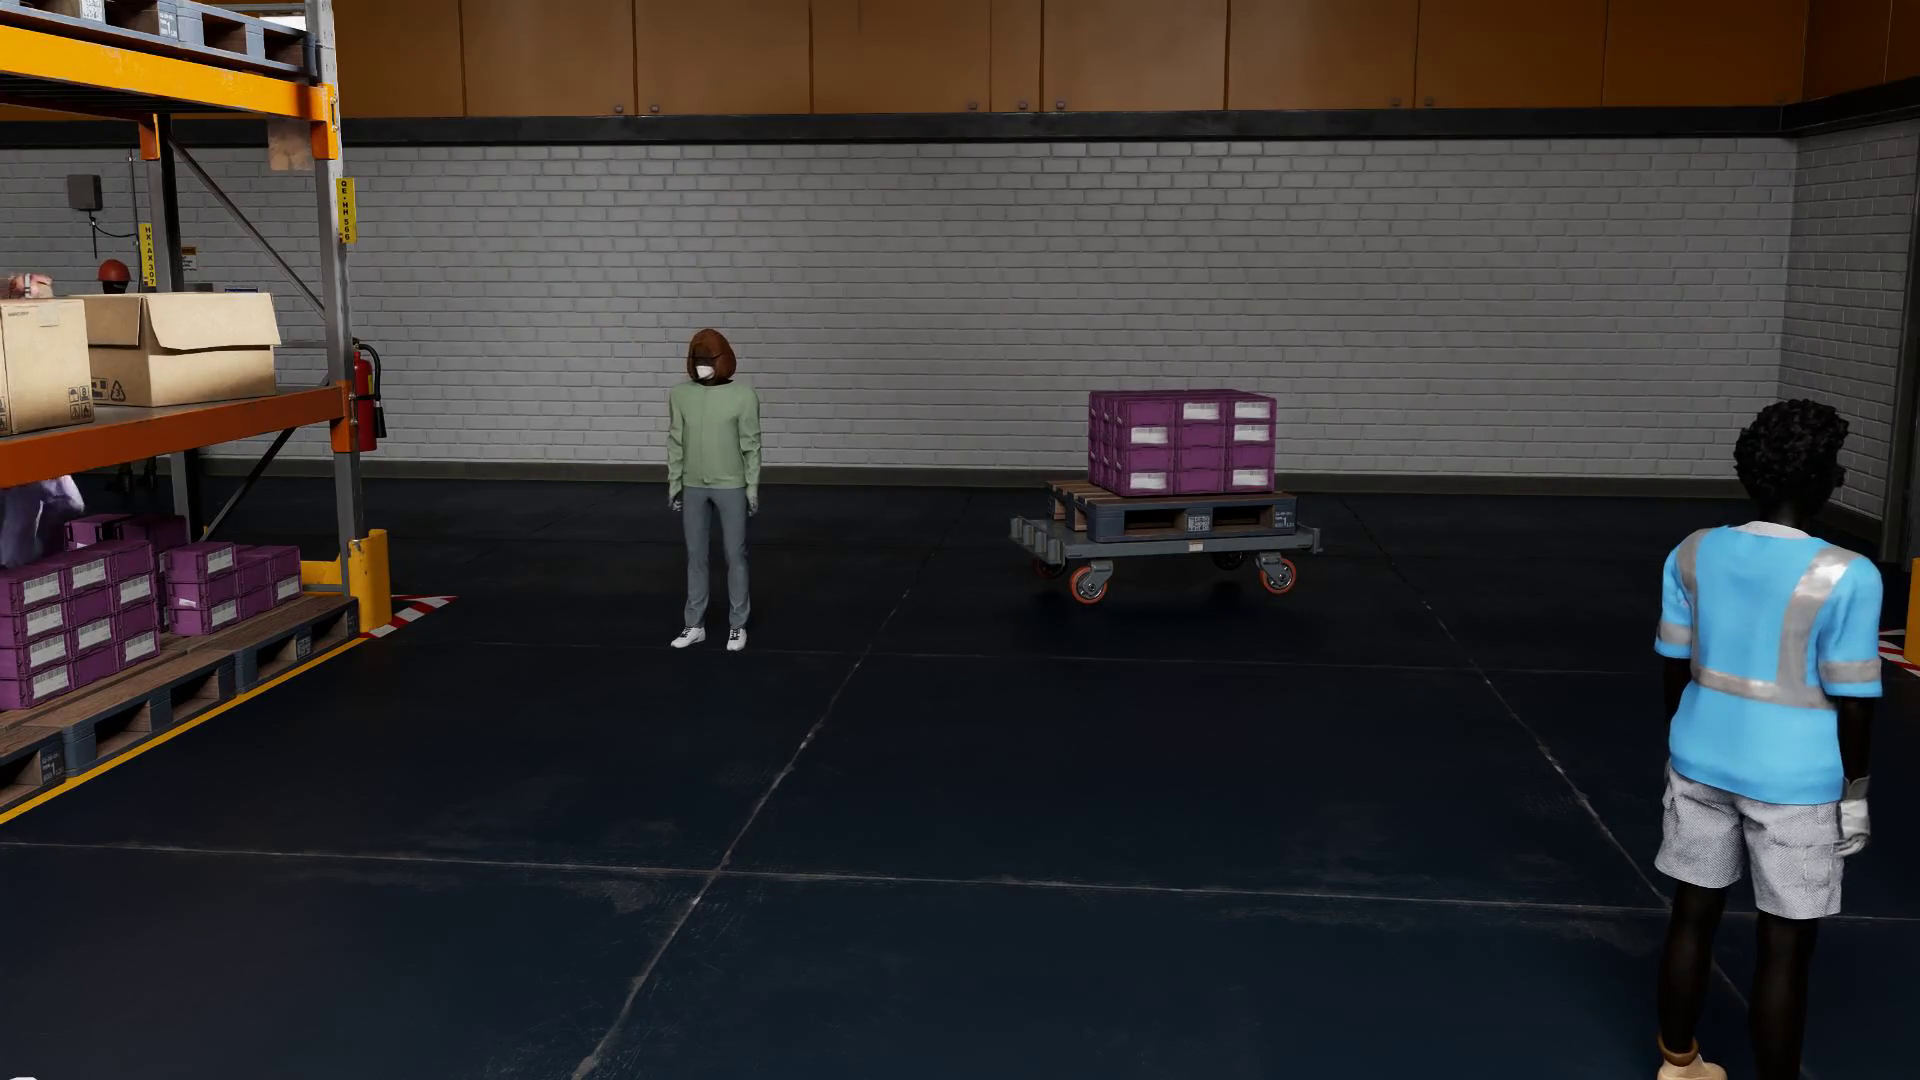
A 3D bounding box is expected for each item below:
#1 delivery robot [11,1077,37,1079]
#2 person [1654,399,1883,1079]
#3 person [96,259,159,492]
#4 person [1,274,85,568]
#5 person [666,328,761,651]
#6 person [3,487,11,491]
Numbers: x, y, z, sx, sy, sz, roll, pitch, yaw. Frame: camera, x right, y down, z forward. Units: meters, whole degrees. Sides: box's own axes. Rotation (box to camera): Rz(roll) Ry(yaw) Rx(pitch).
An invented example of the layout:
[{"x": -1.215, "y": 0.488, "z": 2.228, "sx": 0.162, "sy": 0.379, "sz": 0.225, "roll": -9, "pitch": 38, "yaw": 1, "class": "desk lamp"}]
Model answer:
[{"x": -1.661, "y": 1.199, "z": 2.932, "sx": 0.707, "sy": 0.478, "sz": 0.477, "roll": 9, "pitch": 13, "yaw": 42, "class": "delivery robot"}, {"x": 1.802, "y": 0.534, "z": 3.748, "sx": 0.322, "sy": 1.693, "sz": 0.535, "roll": -5, "pitch": 11, "yaw": -27, "class": "person"}, {"x": -7.025, "y": -1.375, "z": 13.966, "sx": 0.353, "sy": 1.942, "sz": 0.545, "roll": 5, "pitch": 11, "yaw": 27, "class": "person"}, {"x": -5.132, "y": -0.532, "z": 9.297, "sx": 0.628, "sy": 1.885, "sz": 0.663, "roll": -5, "pitch": 11, "yaw": -25, "class": "person"}, {"x": -1.247, "y": -0.252, "z": 8.417, "sx": 0.498, "sy": 1.633, "sz": 0.284, "roll": 3, "pitch": 10, "yaw": 15, "class": "person"}, {"x": -5.080, "y": -0.420, "z": 8.347, "sx": 0.376, "sy": 1.995, "sz": 0.612, "roll": 7, "pitch": 12, "yaw": 35, "class": "person"}]
